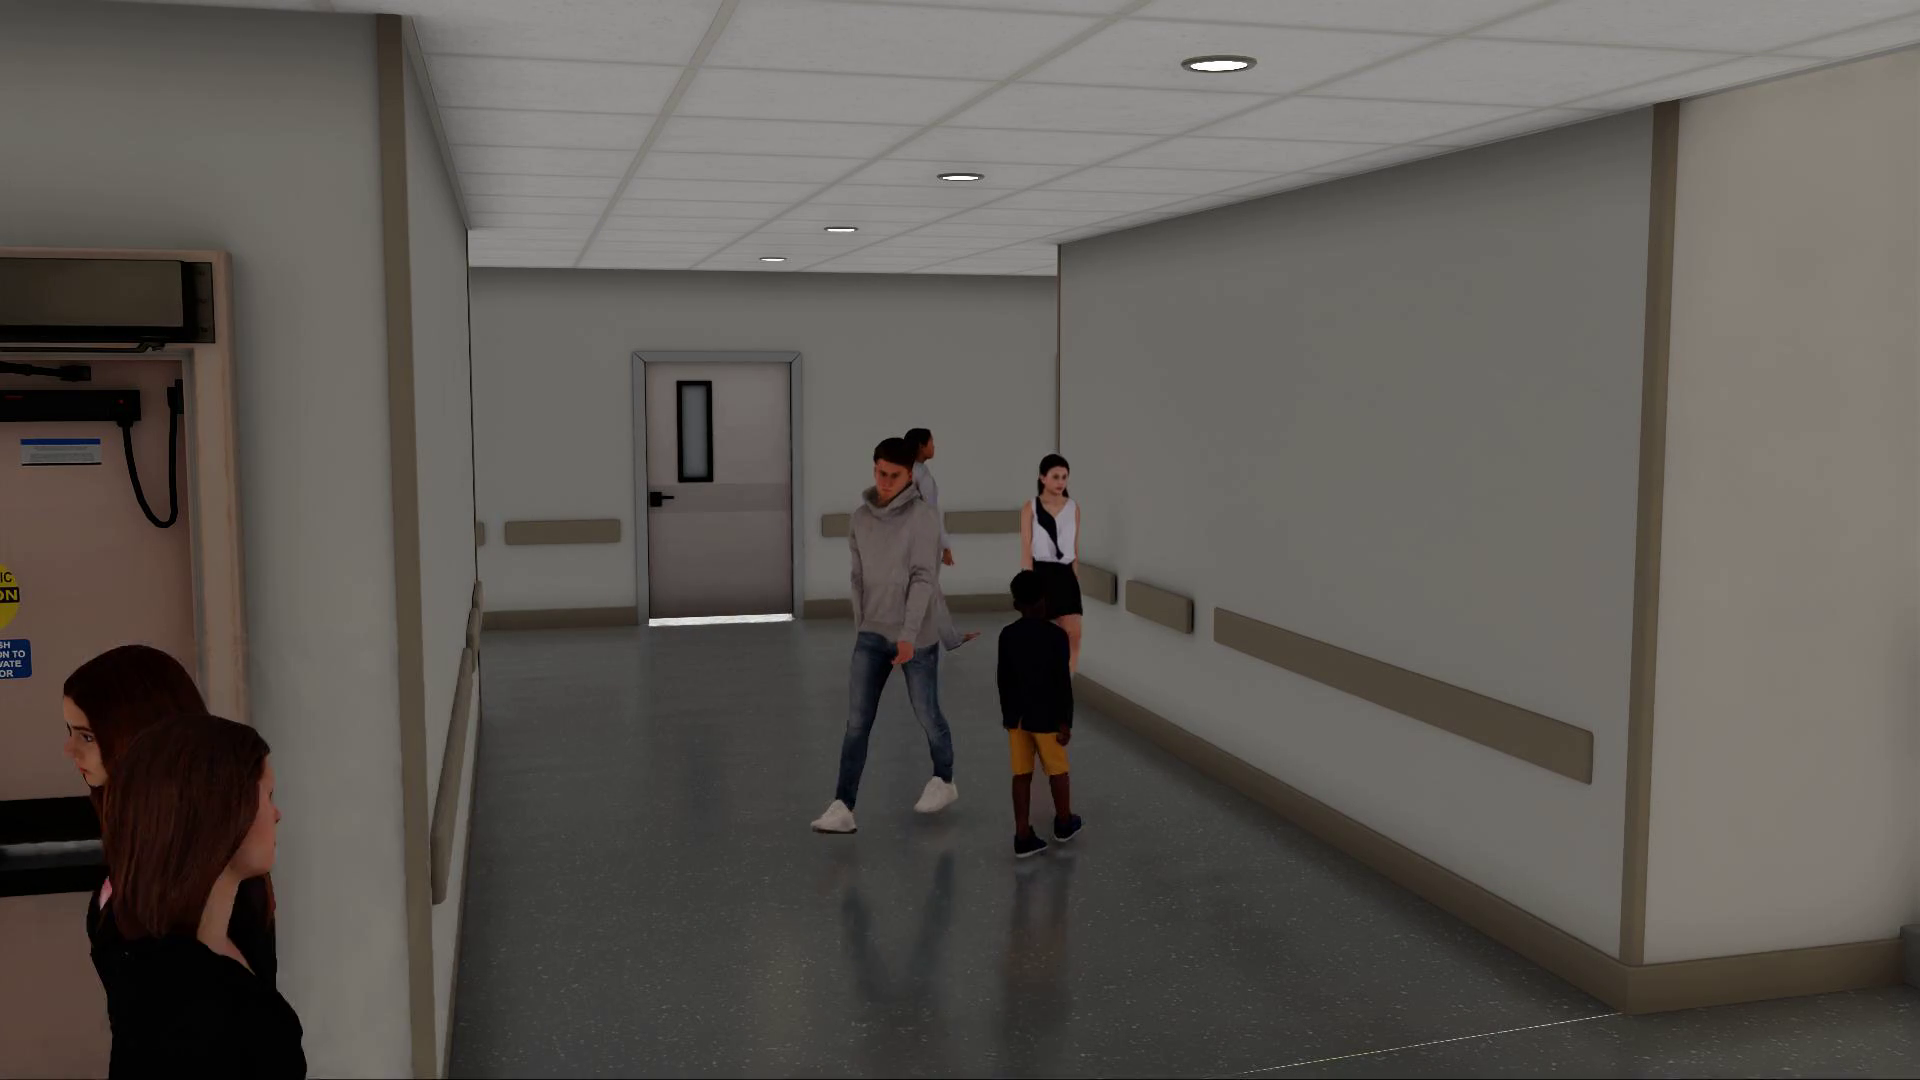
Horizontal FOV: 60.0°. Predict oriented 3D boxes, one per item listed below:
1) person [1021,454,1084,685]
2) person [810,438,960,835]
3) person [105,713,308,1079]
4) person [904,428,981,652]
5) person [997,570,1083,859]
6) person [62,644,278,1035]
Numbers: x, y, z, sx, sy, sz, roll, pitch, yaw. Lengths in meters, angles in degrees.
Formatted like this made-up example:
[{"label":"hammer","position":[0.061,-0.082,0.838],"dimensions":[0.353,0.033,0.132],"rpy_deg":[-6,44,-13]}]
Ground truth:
[{"label":"person","position":[0.507,0.301,10.101],"dimensions":[0.550,1.635,0.608],"rpy_deg":[-2,6,-17]},{"label":"person","position":[-0.215,0.459,7.725],"dimensions":[1.227,1.796,1.240],"rpy_deg":[3,7,29]},{"label":"person","position":[-1.002,1.080,2.104],"dimensions":[0.725,1.685,0.727],"rpy_deg":[-2,6,-21]},{"label":"person","position":[-0.418,0.063,12.212],"dimensions":[1.171,1.685,0.734],"rpy_deg":[-2,6,-22]},{"label":"person","position":[0.302,0.776,7.310],"dimensions":[0.793,1.249,0.839],"rpy_deg":[3,6,27]},{"label":"person","position":[-1.232,1.000,2.939],"dimensions":[0.864,1.677,0.740],"rpy_deg":[-2,6,-16]}]
